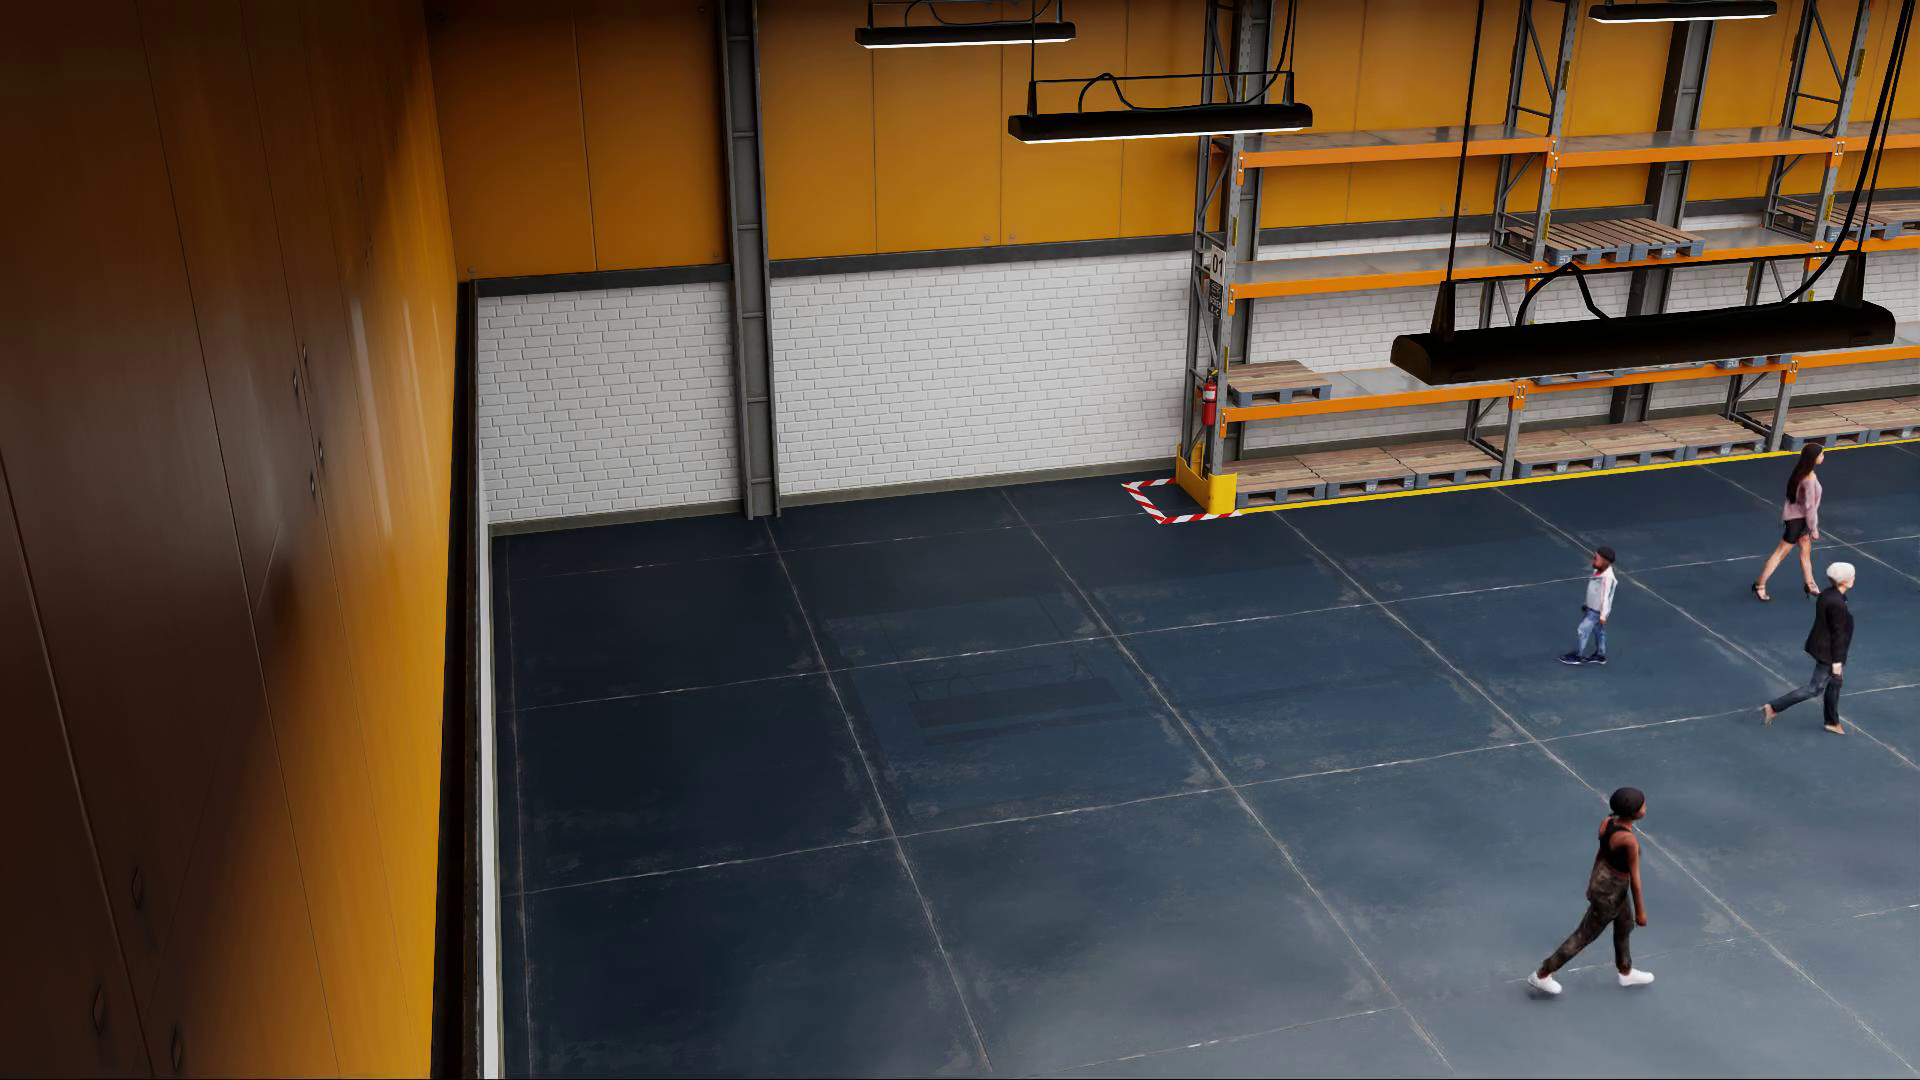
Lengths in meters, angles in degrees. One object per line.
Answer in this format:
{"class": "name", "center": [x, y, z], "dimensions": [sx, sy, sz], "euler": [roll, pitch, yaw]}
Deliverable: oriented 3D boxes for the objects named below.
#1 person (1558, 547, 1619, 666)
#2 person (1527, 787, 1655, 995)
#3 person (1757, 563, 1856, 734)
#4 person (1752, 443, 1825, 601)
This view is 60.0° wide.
{"class": "person", "center": [6.315, 0.663, 16.288], "dimensions": [0.780, 1.243, 0.675], "euler": [5, 24, 11]}
{"class": "person", "center": [4.431, 2.496, 11.581], "dimensions": [1.222, 1.654, 0.801], "euler": [0, 24, 0]}
{"class": "person", "center": [7.804, 1.038, 15.059], "dimensions": [1.172, 1.767, 1.102], "euler": [8, 25, 17]}
{"class": "person", "center": [8.674, -0.154, 17.486], "dimensions": [1.100, 1.780, 0.937], "euler": [7, 24, 15]}
